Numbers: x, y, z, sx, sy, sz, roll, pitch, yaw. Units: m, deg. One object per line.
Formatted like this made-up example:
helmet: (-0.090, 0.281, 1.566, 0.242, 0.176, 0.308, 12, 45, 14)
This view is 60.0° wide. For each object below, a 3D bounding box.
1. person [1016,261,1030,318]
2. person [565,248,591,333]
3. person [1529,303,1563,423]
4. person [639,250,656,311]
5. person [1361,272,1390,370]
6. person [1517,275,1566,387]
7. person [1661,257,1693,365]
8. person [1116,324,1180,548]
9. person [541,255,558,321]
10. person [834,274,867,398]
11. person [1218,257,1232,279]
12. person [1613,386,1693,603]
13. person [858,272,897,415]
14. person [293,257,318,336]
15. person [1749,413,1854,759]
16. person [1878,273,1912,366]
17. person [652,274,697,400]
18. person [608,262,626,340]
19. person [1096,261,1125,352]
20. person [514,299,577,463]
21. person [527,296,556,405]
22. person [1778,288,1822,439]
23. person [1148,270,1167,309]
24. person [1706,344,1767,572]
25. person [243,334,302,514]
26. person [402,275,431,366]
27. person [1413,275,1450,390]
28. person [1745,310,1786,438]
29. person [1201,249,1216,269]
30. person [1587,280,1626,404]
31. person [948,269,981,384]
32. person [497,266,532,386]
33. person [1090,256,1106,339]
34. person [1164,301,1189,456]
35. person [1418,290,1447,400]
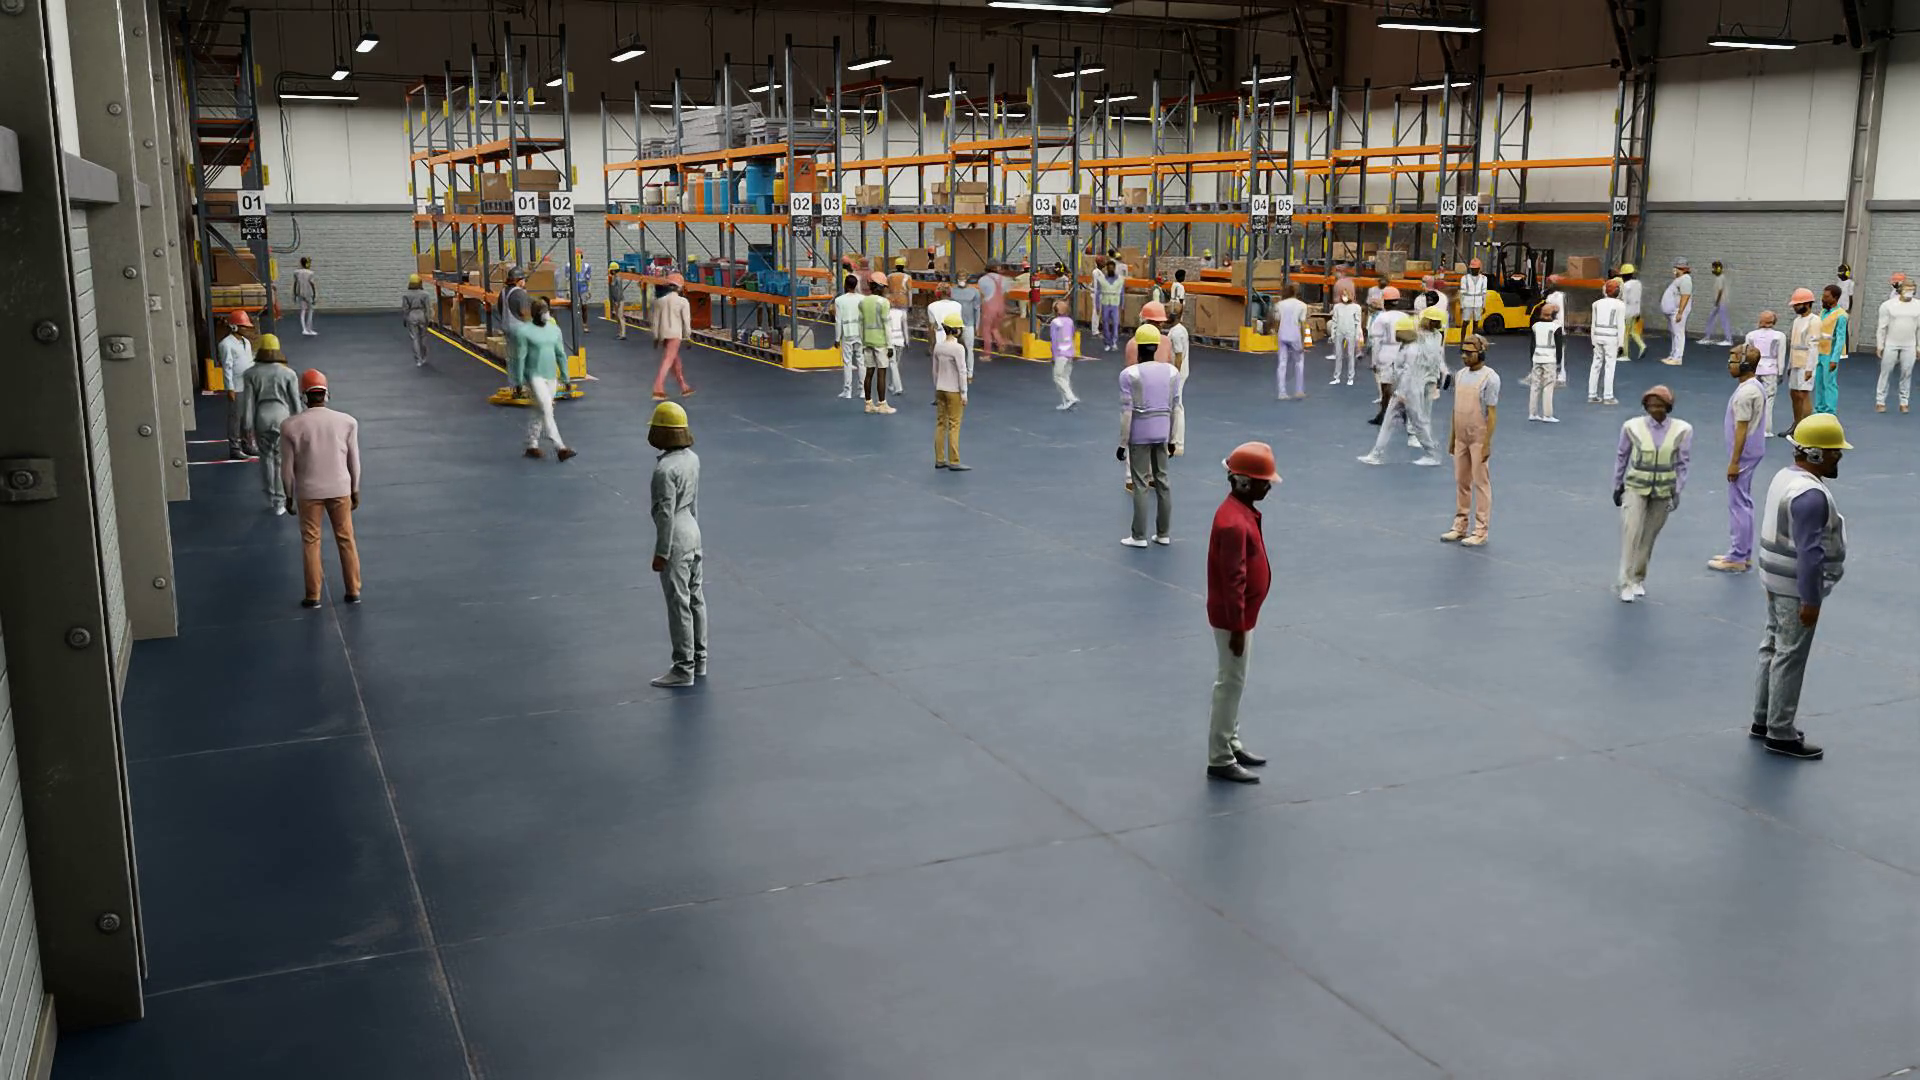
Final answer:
person: (1.549, -5.700, 39.264, 0.563, 1.742, 0.361, -5, 12, -25)
person: (-9.184, -6.011, 40.073, 0.607, 2.044, 0.375, -3, 12, -16)
person: (8.094, -2.444, 22.976, 0.310, 1.638, 0.523, -6, 13, -29)
person: (-8.850, -7.315, 47.245, 0.501, 1.830, 0.581, -10, 15, -41)
person: (7.657, -4.001, 30.500, 0.597, 1.801, 0.591, -11, 16, -44)
person: (9.672, -3.452, 27.546, 0.907, 1.846, 0.604, 2, 11, 9)
person: (13.653, -4.369, 31.732, 0.537, 2.000, 0.679, 3, 12, 15)
person: (1.609, -0.889, 14.339, 0.589, 1.928, 0.385, -5, 12, -24)
person: (-9.807, -5.807, 39.440, 0.566, 1.893, 1.008, -6, 13, -29)
person: (-1.679, -3.177, 25.983, 0.593, 1.921, 0.388, -6, 13, -27)
person: (7.609, -7.279, 47.563, 0.507, 1.630, 0.268, 1, 11, 6)
person: (5.121, -0.334, 12.320, 0.509, 1.601, 0.757, 3, 11, 13)
person: (-1.178, -2.817, 23.864, 0.605, 2.035, 0.389, 10, 15, 41)
person: (-15.446, -5.727, 39.154, 0.634, 1.845, 0.575, 1, 11, 4)
person: (4.480, 0.235, 8.868, 0.403, 1.830, 0.600, 2, 11, 12)
person: (17.713, -4.172, 31.484, 0.338, 1.744, 0.561, 0, 11, -1)
person: (-4.494, -3.156, 25.880, 0.591, 1.937, 0.993, 9, 14, 38)
person: (-7.816, -5.435, 37.879, 0.341, 1.756, 0.518, -5, 12, -24)
person: (3.130, -4.833, 34.538, 0.601, 1.865, 1.022, 1, 11, 3)
person: (-4.808, -1.854, 19.344, 1.003, 1.882, 0.651, 8, 14, 35)
person: (-6.121, -2.752, 24.490, 0.546, 1.656, 0.635, 9, 14, 39)
person: (10.703, -2.234, 21.189, 0.391, 1.924, 0.552, 0, 11, 1)
person: (3.592, -4.033, 30.566, 0.381, 1.835, 0.561, 1, 11, 7)
person: (6.296, -0.659, 13.415, 0.342, 1.839, 0.501, 6, 13, 29)
person: (-6.641, -1.140, 16.136, 0.513, 1.707, 0.830, -3, 11, -13)
person: (-10.339, -4.185, 31.658, 0.505, 1.687, 0.889, -4, 12, -19)
person: (7.586, -3.313, 26.763, 0.642, 1.884, 0.681, -4, 12, -20)
person: (10.336, -2.131, 21.411, 0.315, 1.629, 0.517, -11, 15, -43)
person: (7.451, -7.868, 50.116, 0.624, 1.800, 0.562, -4, 12, -20)
person: (9.793, -2.992, 25.172, 0.354, 1.877, 0.574, -7, 13, -30)
person: (0.042, -3.591, 28.056, 0.628, 1.935, 0.373, 2, 11, 8)
person: (-7.026, -3.358, 26.598, 0.678, 2.000, 0.537, 9, 15, 40)
person: (3.193, -5.587, 38.328, 0.361, 1.883, 0.574, 3, 11, 14)
person: (2.549, -1.915, 19.764, 0.327, 1.843, 0.515, 2, 11, 10)
person: (7.279, -3.010, 25.717, 0.320, 1.691, 0.534, -7, 13, -33)
